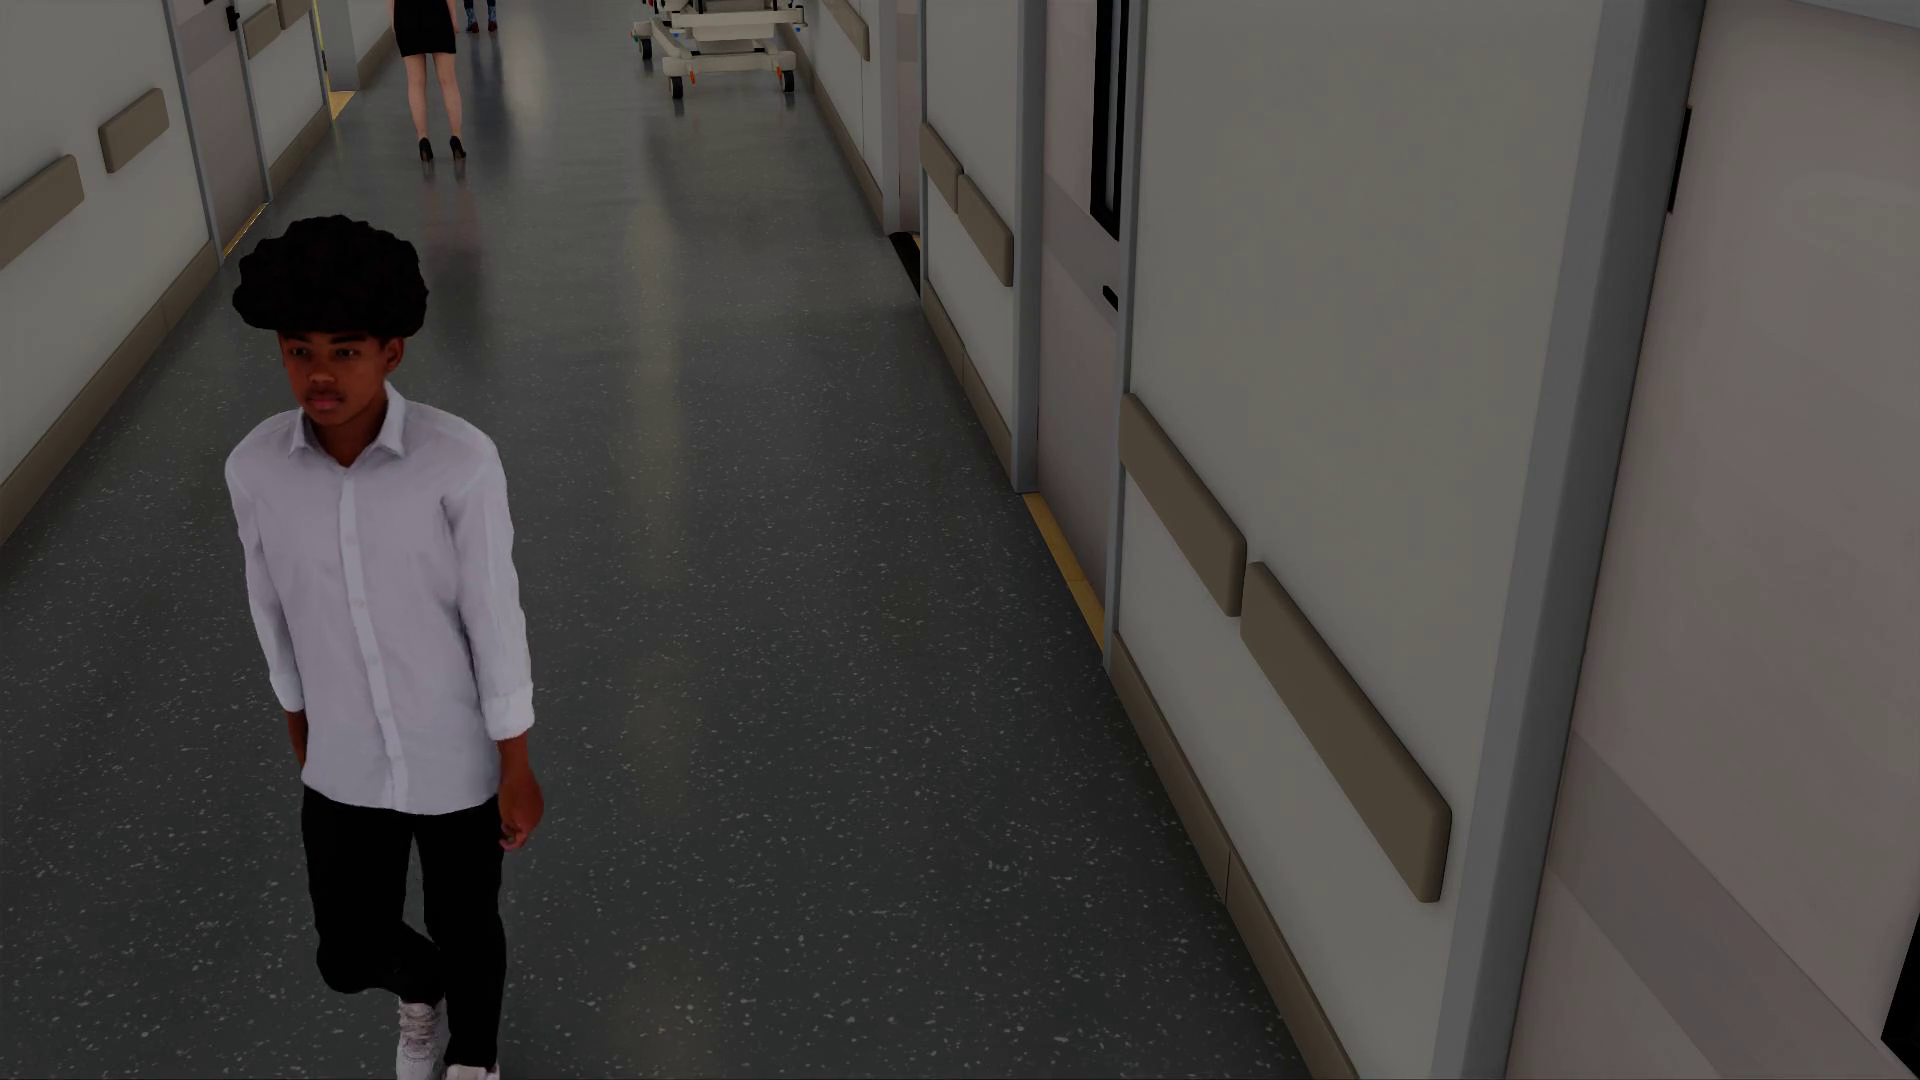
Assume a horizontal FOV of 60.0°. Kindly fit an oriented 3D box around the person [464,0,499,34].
[{"bbox_3d":[-4.463,-5.483,15.150,0.572,1.628,0.719,-12,28,-23],"label":"person"}]

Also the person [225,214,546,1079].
[{"bbox_3d":[-0.962,0.304,2.956,0.645,1.797,0.727,-1,26,-2],"label":"person"}]

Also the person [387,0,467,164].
[{"bbox_3d":[-3.360,-3.240,10.420,0.465,1.697,0.645,-4,26,-8],"label":"person"}]
